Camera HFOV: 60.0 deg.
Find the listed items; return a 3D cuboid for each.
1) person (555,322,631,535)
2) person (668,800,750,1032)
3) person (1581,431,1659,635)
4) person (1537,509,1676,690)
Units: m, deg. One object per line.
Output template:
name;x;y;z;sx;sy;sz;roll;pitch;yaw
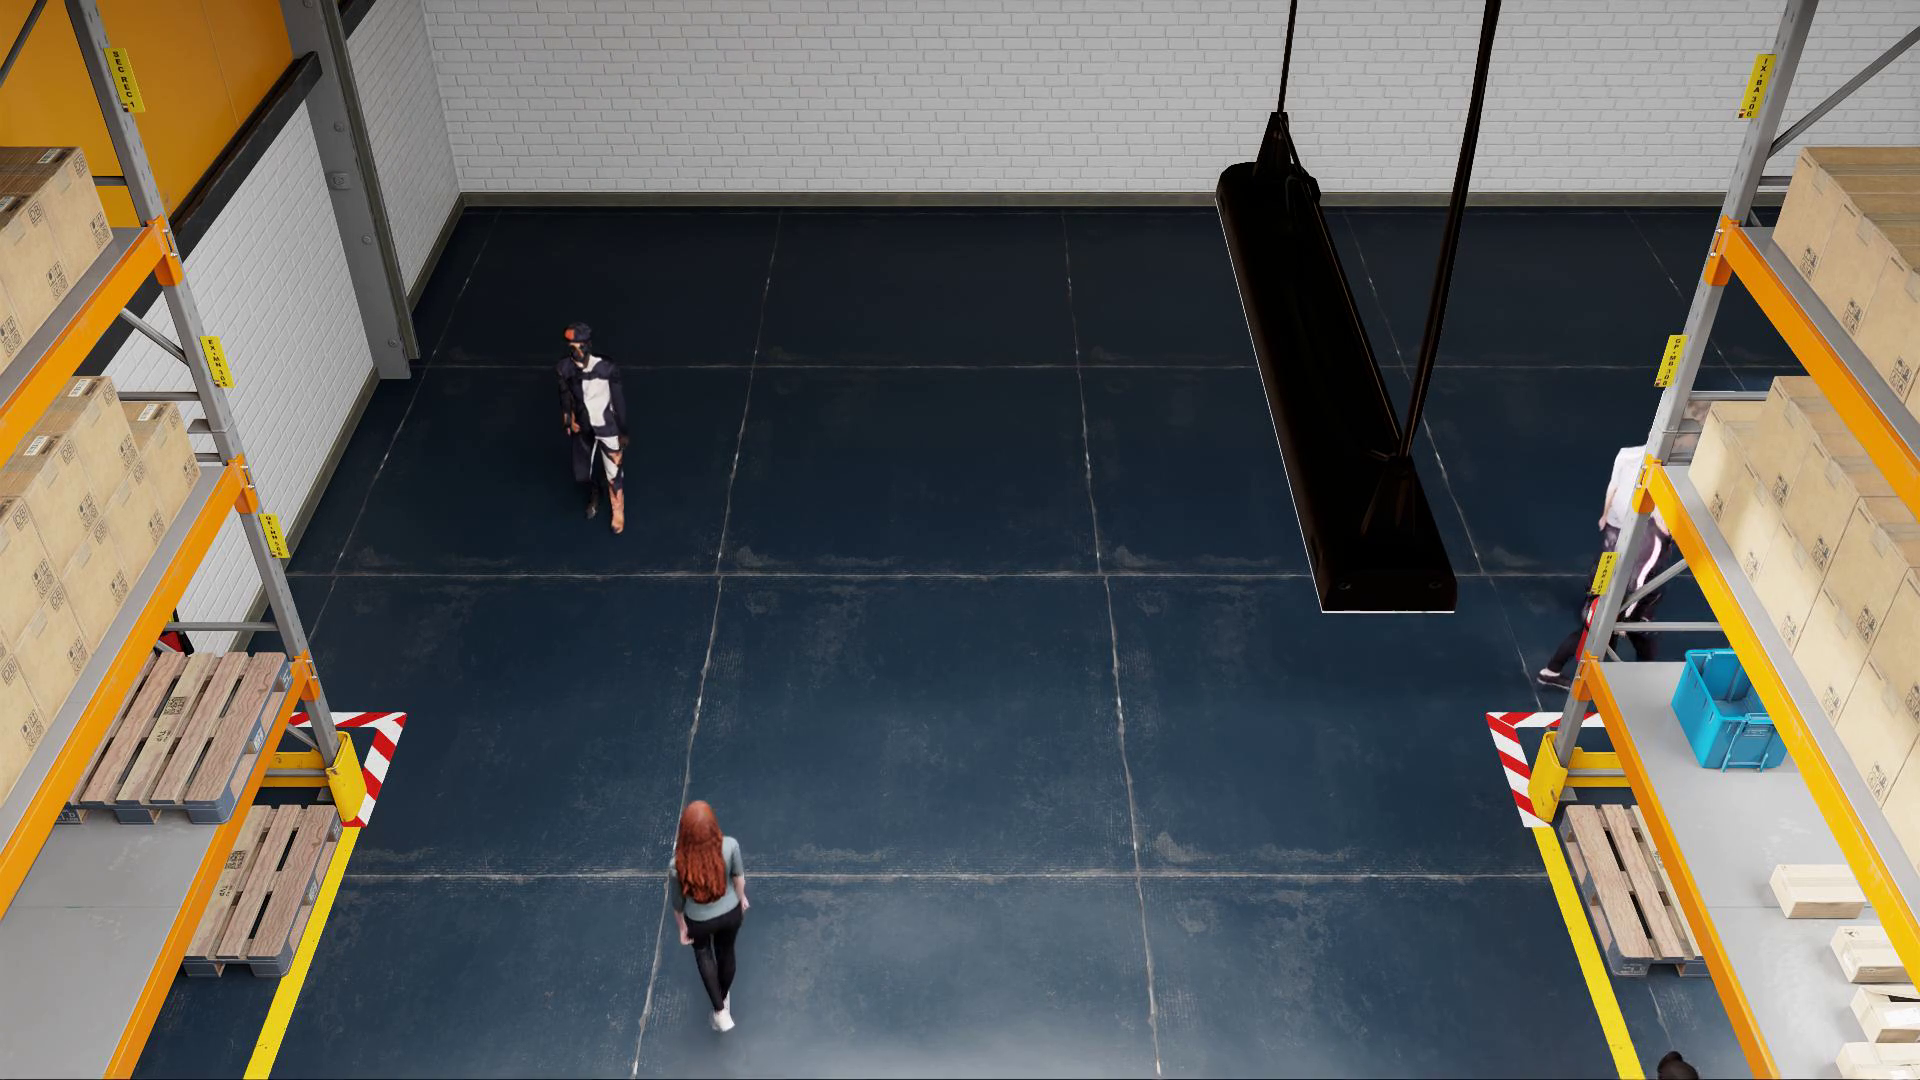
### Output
person;-2.808;-0.926;12.978;0.681;1.880;0.653;0;39;0
person;-1.356;2.143;9.254;0.713;1.732;0.842;-12;40;-14
person;4.901;-0.138;12.034;0.734;1.826;0.694;11;40;14
person;4.459;0.442;11.347;0.939;1.778;1.239;8;39;10
